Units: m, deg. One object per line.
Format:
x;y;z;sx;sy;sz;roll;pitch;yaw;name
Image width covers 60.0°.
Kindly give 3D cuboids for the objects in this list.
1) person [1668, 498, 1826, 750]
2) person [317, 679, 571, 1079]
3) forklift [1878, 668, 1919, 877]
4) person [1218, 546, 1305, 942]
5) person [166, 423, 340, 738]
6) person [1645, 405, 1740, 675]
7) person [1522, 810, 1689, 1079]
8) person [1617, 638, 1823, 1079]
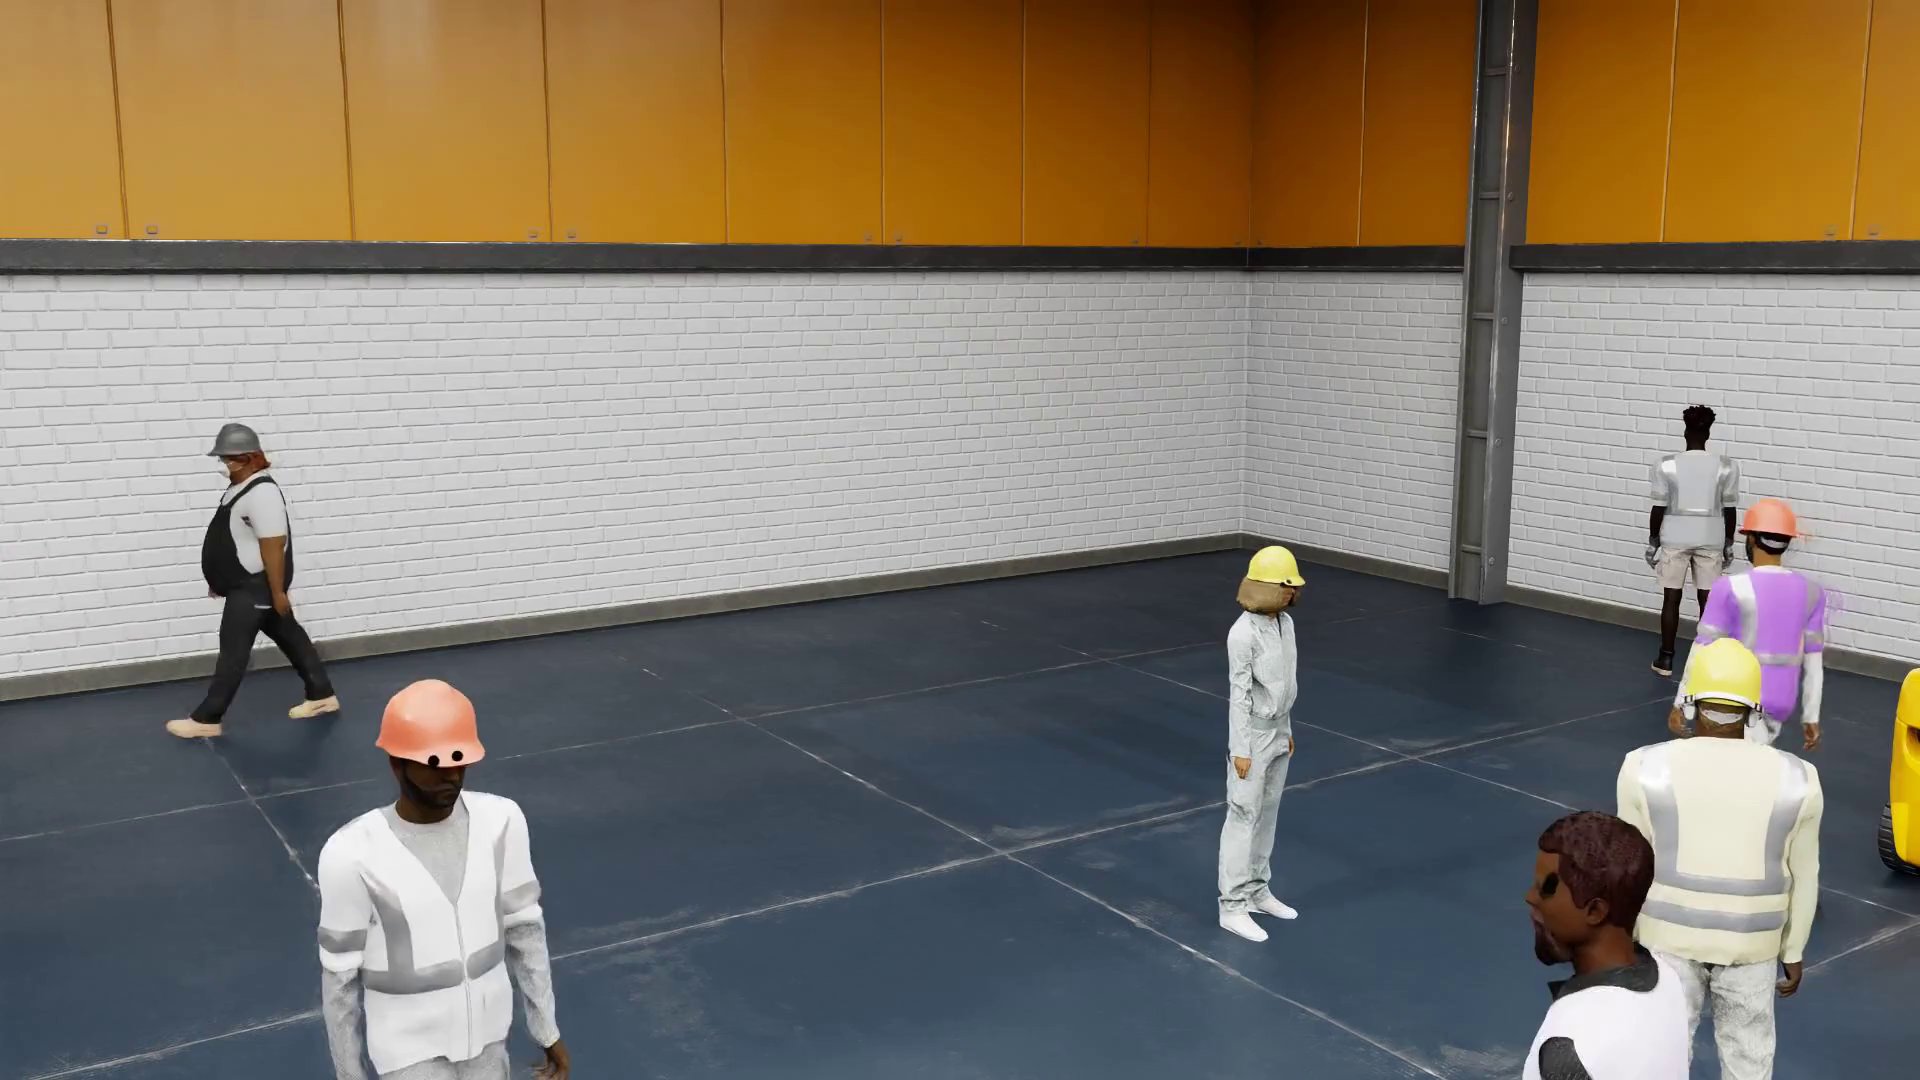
3.728;0.755;7.777;0.622;1.878;1.025;-2;10;-10;person
-1.331;1.298;4.340;0.422;1.920;0.550;9;13;43;person
5.511;0.571;7.906;2.313;2.155;1.214;-6;11;-33;forklift
1.357;0.883;7.381;0.306;1.743;0.494;7;12;36;person
-4.513;0.200;10.601;1.048;2.000;0.690;-5;11;-27;person
5.258;0.010;11.965;0.600;1.967;0.368;3;10;16;person
1.327;1.481;3.340;0.804;1.896;0.607;6;11;31;person
2.309;1.208;5.150;0.591;1.833;0.404;3;10;16;person
